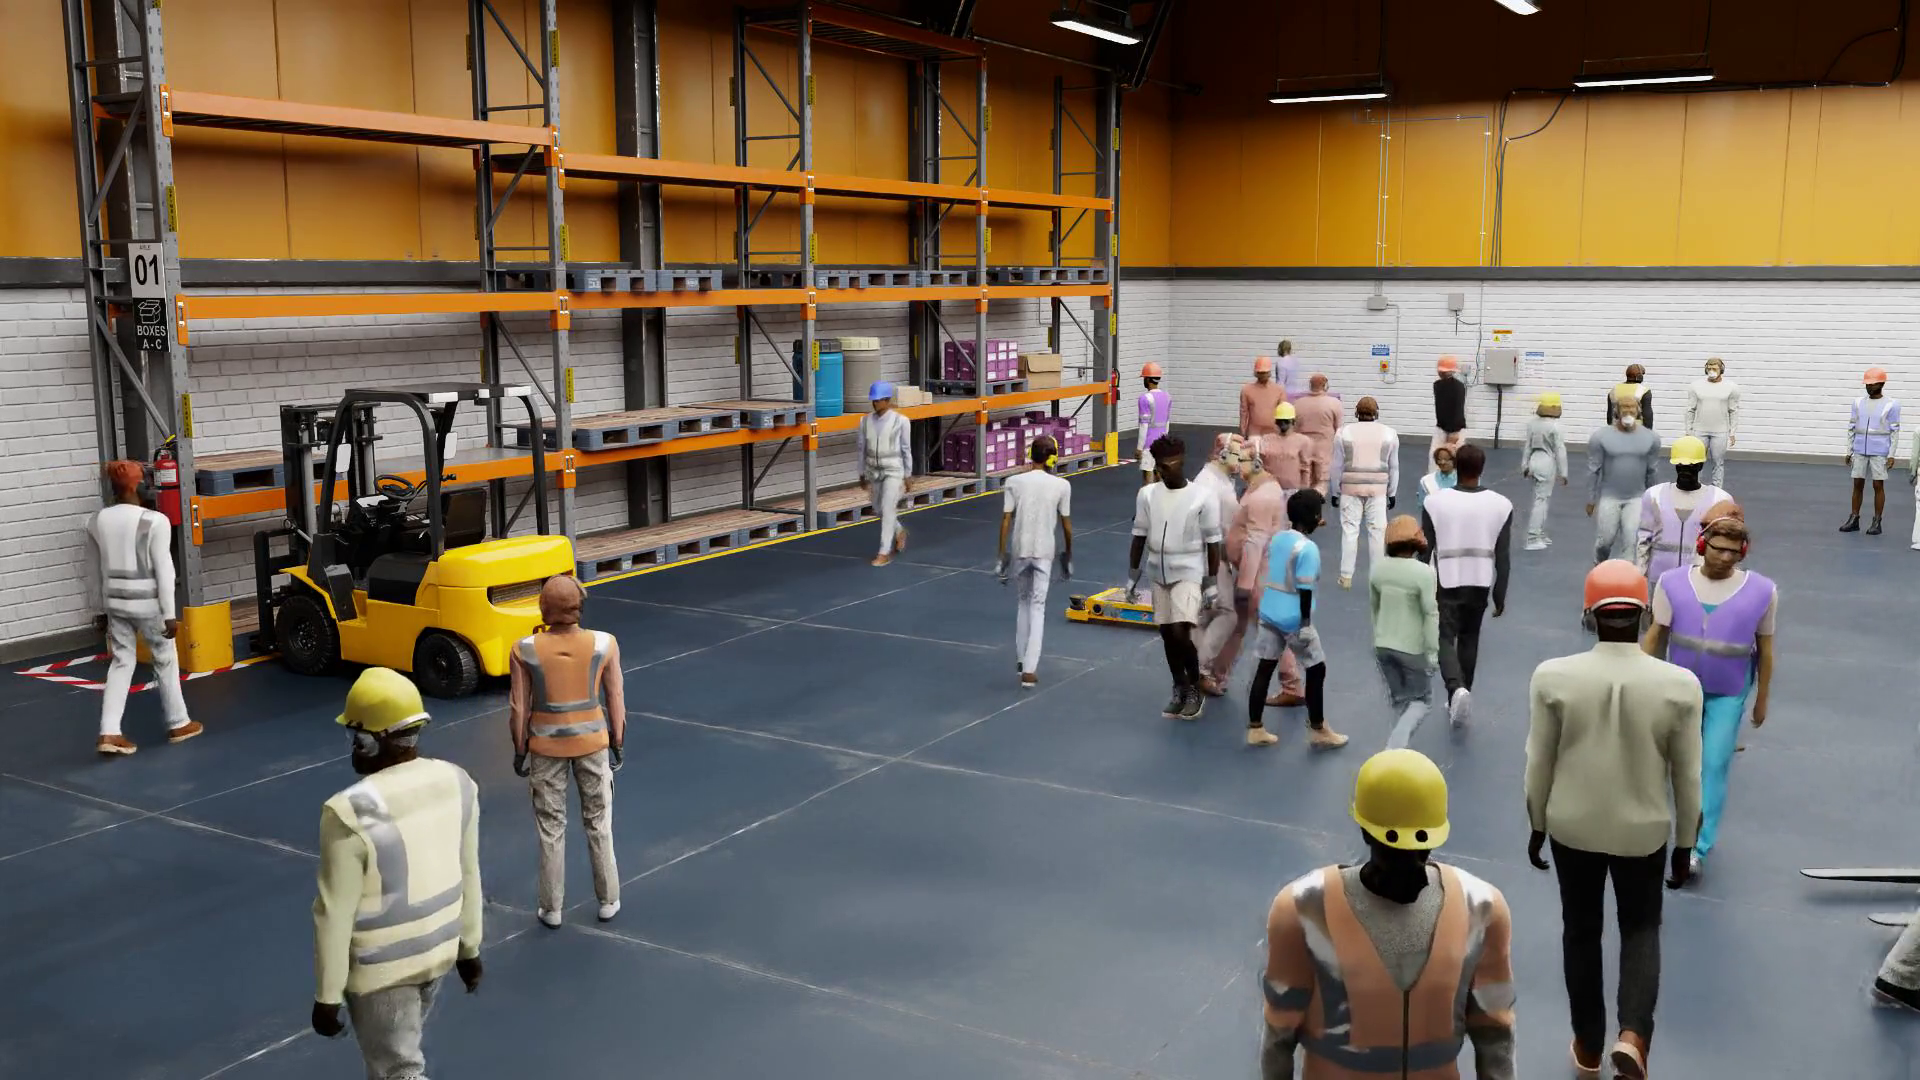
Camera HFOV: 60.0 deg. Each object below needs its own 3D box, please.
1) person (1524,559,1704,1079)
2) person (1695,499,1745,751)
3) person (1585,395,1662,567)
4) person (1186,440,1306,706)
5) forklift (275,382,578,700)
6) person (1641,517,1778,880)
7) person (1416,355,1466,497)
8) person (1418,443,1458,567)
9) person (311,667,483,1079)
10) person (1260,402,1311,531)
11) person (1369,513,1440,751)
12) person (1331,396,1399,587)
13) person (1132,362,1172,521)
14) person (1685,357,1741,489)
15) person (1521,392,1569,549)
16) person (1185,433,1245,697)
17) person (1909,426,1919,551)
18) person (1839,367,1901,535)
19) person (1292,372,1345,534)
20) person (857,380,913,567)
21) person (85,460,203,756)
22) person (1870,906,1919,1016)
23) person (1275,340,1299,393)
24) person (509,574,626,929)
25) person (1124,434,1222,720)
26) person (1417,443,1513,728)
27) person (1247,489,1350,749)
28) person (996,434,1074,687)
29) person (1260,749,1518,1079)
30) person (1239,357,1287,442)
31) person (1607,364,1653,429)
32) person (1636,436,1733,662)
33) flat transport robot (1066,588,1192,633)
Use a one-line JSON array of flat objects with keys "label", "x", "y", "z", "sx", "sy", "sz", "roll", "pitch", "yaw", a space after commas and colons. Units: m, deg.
[{"label": "person", "x": 2.366, "y": 1.061, "z": 6.060, "sx": 0.613, "sy": 1.974, "sz": 0.591, "roll": 3, "pitch": 10, "yaw": 19}, {"label": "person", "x": 4.665, "y": 0.540, "z": 10.460, "sx": 0.550, "sy": 1.611, "sz": 0.532, "roll": 2, "pitch": 9, "yaw": 12}, {"label": "person", "x": 6.064, "y": -0.385, "z": 15.274, "sx": 0.631, "sy": 1.923, "sz": 0.642, "roll": 2, "pitch": 9, "yaw": 11}, {"label": "person", "x": 2.014, "y": 0.230, "z": 11.619, "sx": 0.905, "sy": 1.861, "sz": 0.665, "roll": 2, "pitch": 9, "yaw": 10}, {"label": "forklift", "x": -3.974, "y": -0.067, "z": 12.417, "sx": 2.313, "sy": 2.155, "sz": 1.214, "roll": 5, "pitch": 11, "yaw": 30}, {"label": "person", "x": 3.698, "y": 0.782, "z": 8.344, "sx": 0.611, "sy": 1.796, "sz": 0.919, "roll": 7, "pitch": 12, "yaw": 38}, {"label": "person", "x": 6.465, "y": -1.492, "z": 22.083, "sx": 0.962, "sy": 1.933, "sz": 0.642, "roll": -5, "pitch": 10, "yaw": -27}, {"label": "person", "x": 4.106, "y": -0.020, "z": 13.986, "sx": 0.521, "sy": 1.599, "sz": 0.850, "roll": 5, "pitch": 10, "yaw": 28}, {"label": "person", "x": -1.697, "y": 1.290, "z": 5.172, "sx": 0.834, "sy": 1.808, "sz": 0.591, "roll": 4, "pitch": 10, "yaw": 22}, {"label": "person", "x": 3.260, "y": -0.523, "z": 16.680, "sx": 0.526, "sy": 1.748, "sz": 0.578, "roll": 4, "pitch": 10, "yaw": 21}, {"label": "person", "x": 2.572, "y": 0.652, "z": 9.747, "sx": 0.460, "sy": 1.613, "sz": 0.534, "roll": -7, "pitch": 11, "yaw": -37}, {"label": "person", "x": 3.869, "y": -0.456, "z": 15.942, "sx": 0.636, "sy": 1.842, "sz": 0.429, "roll": 1, "pitch": 9, "yaw": 8}, {"label": "person", "x": 2.314, "y": -1.178, "z": 20.149, "sx": 0.356, "sy": 1.938, "sz": 0.543, "roll": 9, "pitch": 13, "yaw": 43}, {"label": "person", "x": 9.687, "y": -1.388, "z": 21.456, "sx": 0.631, "sy": 1.938, "sz": 0.362, "roll": 6, "pitch": 11, "yaw": 32}, {"label": "person", "x": 6.444, "y": -0.759, "z": 18.176, "sx": 0.641, "sy": 1.720, "sz": 0.516, "roll": -4, "pitch": 10, "yaw": -25}, {"label": "person", "x": 1.819, "y": 0.177, "z": 11.892, "sx": 0.472, "sy": 1.876, "sz": 0.680, "roll": 2, "pitch": 9, "yaw": 13}, {"label": "person", "x": 10.556, "y": -0.683, "z": 17.989, "sx": 0.514, "sy": 1.640, "sz": 0.310, "roll": 5, "pitch": 10, "yaw": 30}, {"label": "person", "x": 10.514, "y": -1.028, "z": 19.210, "sx": 0.376, "sy": 1.935, "sz": 0.550, "roll": -7, "pitch": 11, "yaw": -37}, {"label": "person", "x": 4.161, "y": -1.026, "z": 19.429, "sx": 0.643, "sy": 1.876, "sz": 0.884, "roll": 8, "pitch": 12, "yaw": 41}, {"label": "person", "x": -0.744, "y": -0.718, "z": 17.359, "sx": 0.624, "sy": 1.922, "sz": 0.835, "roll": 5, "pitch": 10, "yaw": 27}, {"label": "person", "x": -5.172, "y": 0.418, "z": 10.441, "sx": 0.593, "sy": 1.862, "sz": 0.806, "roll": 2, "pitch": 9, "yaw": 9}, {"label": "person", "x": 4.154, "y": 1.080, "z": 6.542, "sx": 0.951, "sy": 1.781, "sz": 0.606, "roll": 6, "pitch": 11, "yaw": 32}, {"label": "person", "x": 5.302, "y": -2.365, "z": 27.690, "sx": 0.901, "sy": 1.900, "sz": 0.657, "roll": 7, "pitch": 12, "yaw": 38}, {"label": "person", "x": -1.801, "y": 0.972, "z": 7.665, "sx": 0.521, "sy": 1.636, "sz": 0.311, "roll": -3, "pitch": 10, "yaw": -17}, {"label": "person", "x": 1.429, "y": 0.257, "z": 11.194, "sx": 0.608, "sy": 1.934, "sz": 0.503, "roll": 7, "pitch": 12, "yaw": 38}, {"label": "person", "x": 3.342, "y": 0.308, "z": 11.008, "sx": 0.608, "sy": 1.893, "sz": 0.782, "roll": 0, "pitch": 9, "yaw": 3}, {"label": "person", "x": 2.145, "y": 0.501, "z": 10.489, "sx": 0.733, "sy": 1.654, "sz": 0.556, "roll": -4, "pitch": 10, "yaw": -22}, {"label": "person", "x": 0.555, "y": 0.143, "z": 12.249, "sx": 0.534, "sy": 1.824, "sz": 0.763, "roll": 2, "pitch": 9, "yaw": 13}, {"label": "person", "x": 1.047, "y": 1.427, "z": 4.024, "sx": 0.589, "sy": 1.901, "sz": 0.709, "roll": -1, "pitch": 9, "yaw": -7}, {"label": "person", "x": 3.910, "y": -1.395, "z": 21.468, "sx": 0.610, "sy": 1.961, "sz": 0.984, "roll": 0, "pitch": 9, "yaw": 1}, {"label": "person", "x": 8.744, "y": -1.375, "z": 21.677, "sx": 0.429, "sy": 1.841, "sz": 0.634, "roll": -6, "pitch": 11, "yaw": -32}, {"label": "person", "x": 4.865, "y": 0.258, "z": 11.220, "sx": 0.594, "sy": 1.926, "sz": 0.366, "roll": 5, "pitch": 10, "yaw": 30}, {"label": "flat transport robot", "x": 1.693, "y": 0.593, "z": 14.281, "sx": 1.431, "sy": 0.197, "sz": 0.652, "roll": 5, "pitch": 11, "yaw": 30}]
